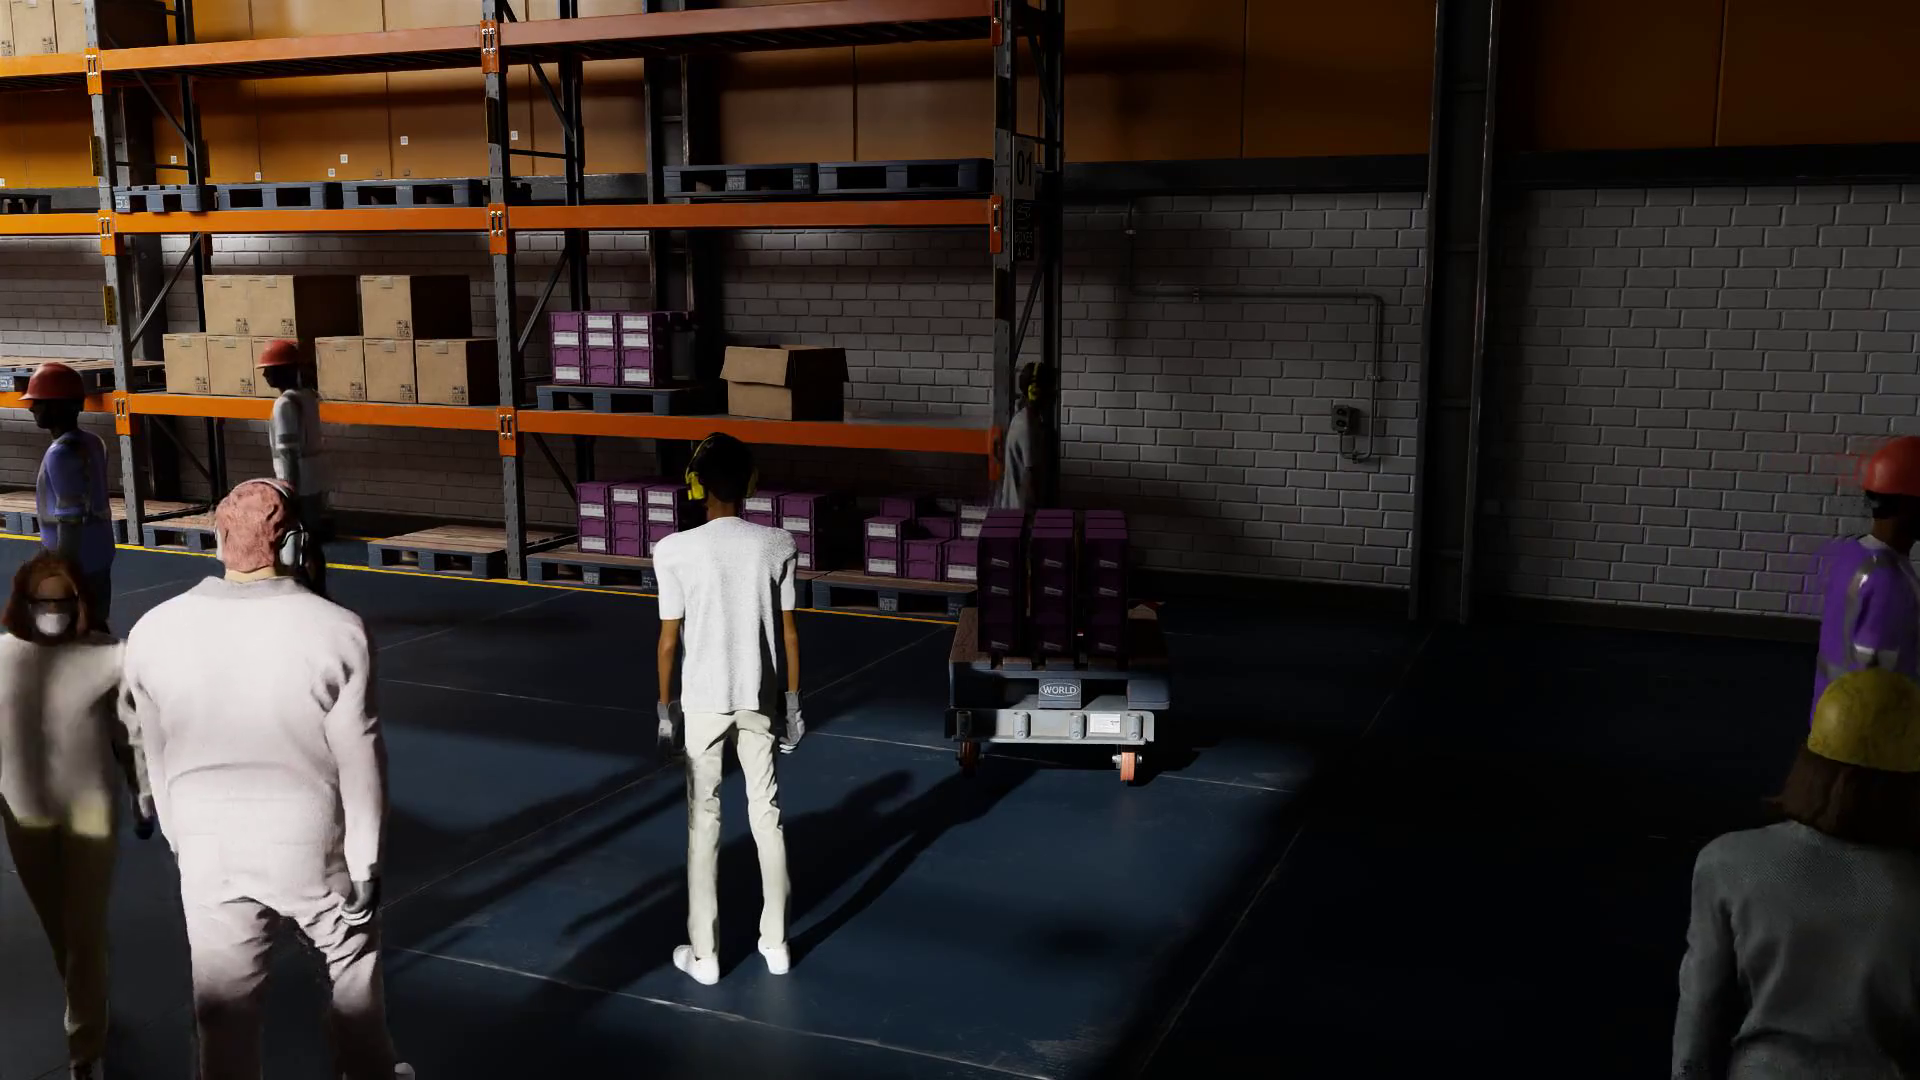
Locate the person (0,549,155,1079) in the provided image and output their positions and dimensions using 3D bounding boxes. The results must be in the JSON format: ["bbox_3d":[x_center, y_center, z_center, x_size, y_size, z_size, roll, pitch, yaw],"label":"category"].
[{"bbox_3d":[-2.705,0.816,5.025,0.507,1.616,0.801,-3,10,-15],"label":"person"}]

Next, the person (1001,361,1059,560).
[{"bbox_3d":[0.521,-0.138,9.911,0.859,1.834,0.551,1,10,6],"label":"person"}]

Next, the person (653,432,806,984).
[{"bbox_3d":[-0.773,0.568,5.622,0.509,1.860,0.317,-4,10,-22],"label":"person"}]

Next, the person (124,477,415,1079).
[{"bbox_3d":[-1.781,0.765,4.401,0.648,1.878,0.846,-1,10,-4],"label":"person"}]

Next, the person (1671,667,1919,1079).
[{"bbox_3d":[1.499,1.078,2.921,0.505,1.729,0.432,7,12,36],"label":"person"}]

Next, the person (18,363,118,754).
[{"bbox_3d":[-4.344,0.105,8.150,0.360,1.939,0.543,-2,10,-13],"label":"person"}]

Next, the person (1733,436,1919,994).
[{"bbox_3d":[2.917,0.615,5.237,0.860,1.900,0.550,2,10,14],"label":"person"}]

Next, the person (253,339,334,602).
[{"bbox_3d":[-4.447,-0.376,11.105,0.418,1.921,0.547,0,9,2],"label":"person"}]
